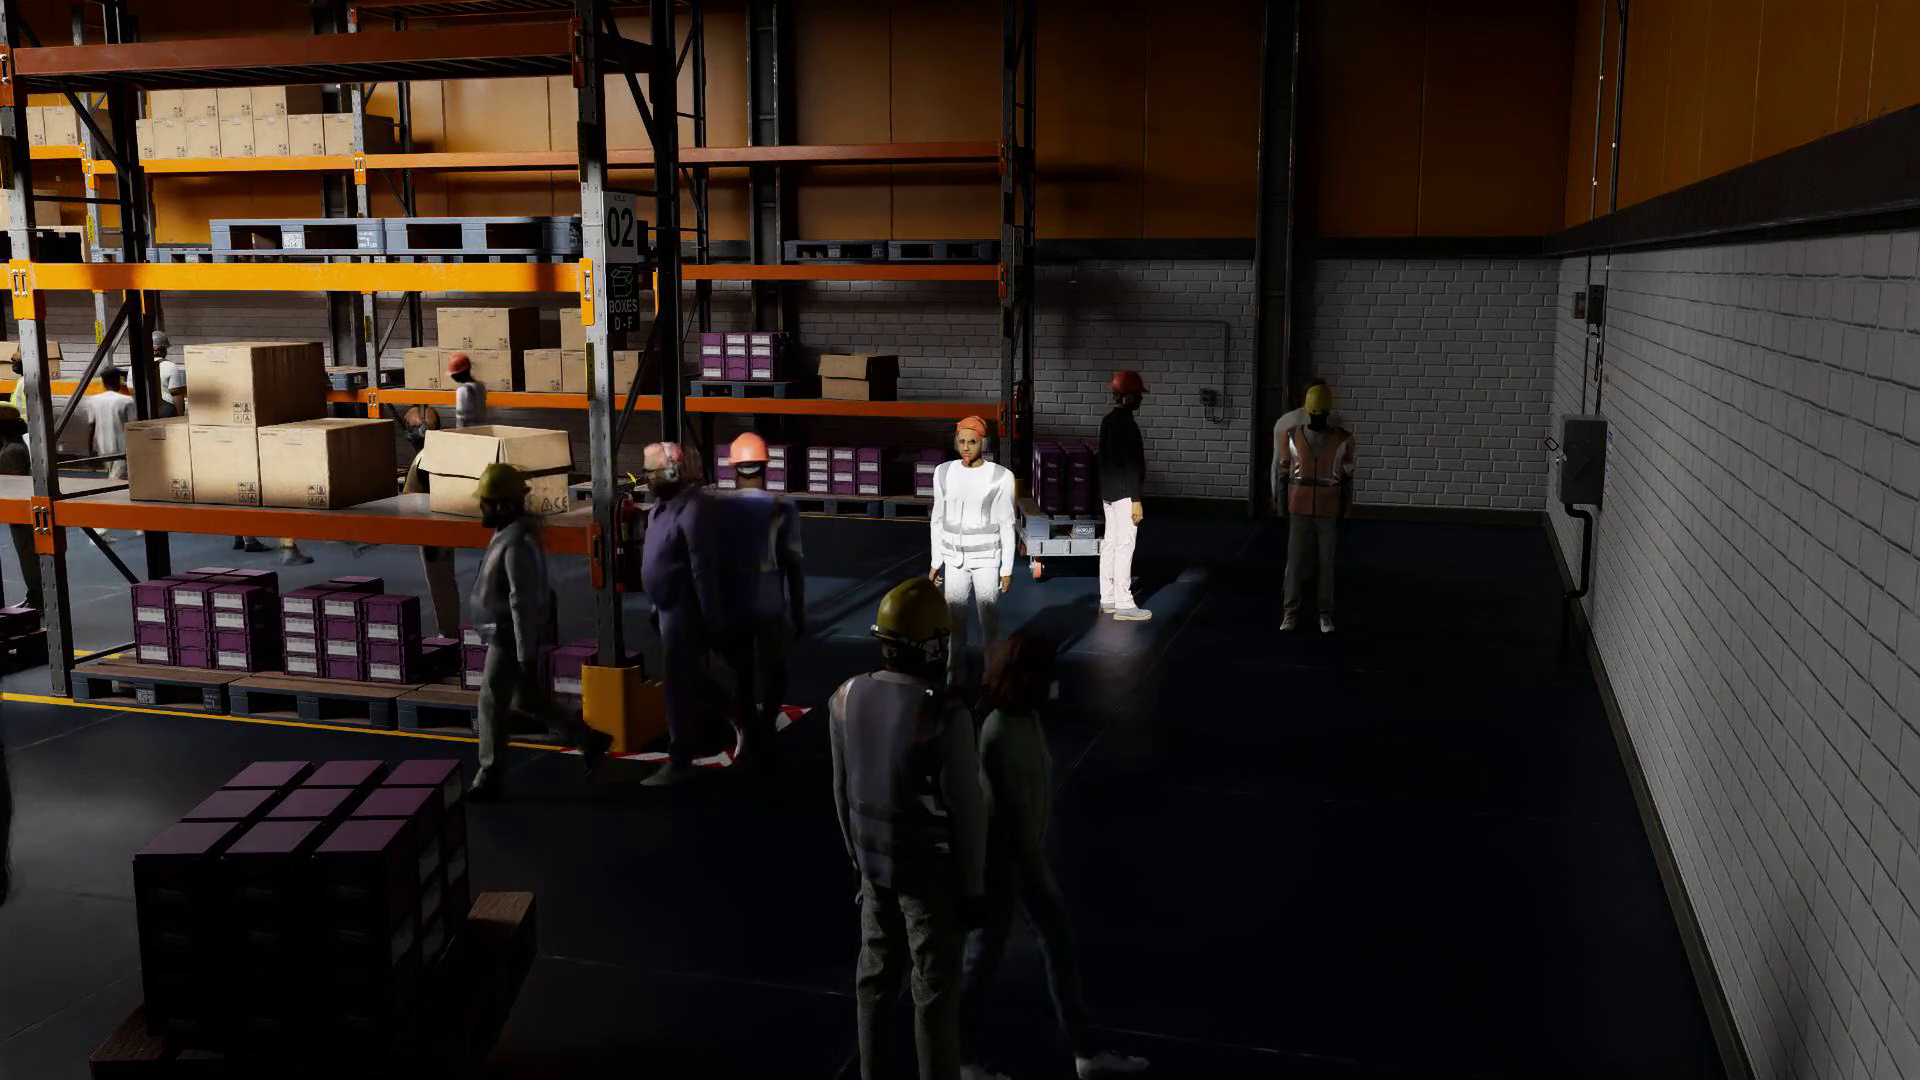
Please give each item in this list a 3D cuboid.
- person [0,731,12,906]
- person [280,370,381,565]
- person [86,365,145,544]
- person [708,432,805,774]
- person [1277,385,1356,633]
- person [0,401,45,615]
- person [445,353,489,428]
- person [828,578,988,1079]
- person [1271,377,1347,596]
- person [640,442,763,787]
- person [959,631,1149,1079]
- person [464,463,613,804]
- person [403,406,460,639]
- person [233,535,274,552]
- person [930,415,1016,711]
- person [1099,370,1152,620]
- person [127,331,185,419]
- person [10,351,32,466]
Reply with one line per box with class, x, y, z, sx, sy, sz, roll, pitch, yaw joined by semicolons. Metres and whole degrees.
person;-3.281;1.032;5.140;0.644;1.909;0.650;-7;11;-35
person;-6.040;-0.713;15.792;0.952;1.888;0.558;-4;10;-22
person;-8.651;-0.882;17.075;0.547;1.806;0.967;1;9;6
person;-1.142;0.375;9.100;0.563;1.908;0.740;1;9;3
person;2.726;-0.237;12.793;0.584;1.919;0.375;2;9;11
person;-7.606;-0.248;13.392;0.320;1.742;0.492;-5;11;-28
person;-5.312;-1.105;18.183;0.492;1.888;0.581;1;9;4
person;-0.139;1.027;5.347;0.588;1.833;0.404;8;12;39
person;2.956;-0.447;14.229;0.618;1.890;1.059;6;11;33
person;-1.432;0.384;9.157;0.716;1.886;0.677;-4;10;-25
person;0.286;1.105;5.568;0.766;1.601;0.511;3;10;19
person;-2.284;0.482;8.758;0.787;1.809;0.589;-2;9;-10
person;-3.760;-0.040;11.873;0.430;1.835;0.621;-2;10;-14
person;-7.079;-0.765;16.488;0.329;1.764;0.524;-9;13;-42
person;0.079;0.143;10.604;0.578;1.879;0.349;5;10;27
person;1.312;-0.360;13.307;0.381;1.994;0.622;-3;10;-18
person;-9.759;-1.543;20.380;0.688;2.000;0.537;2;10;12
person;-10.990;-1.323;19.686;0.429;1.837;0.624;-6;11;-33
